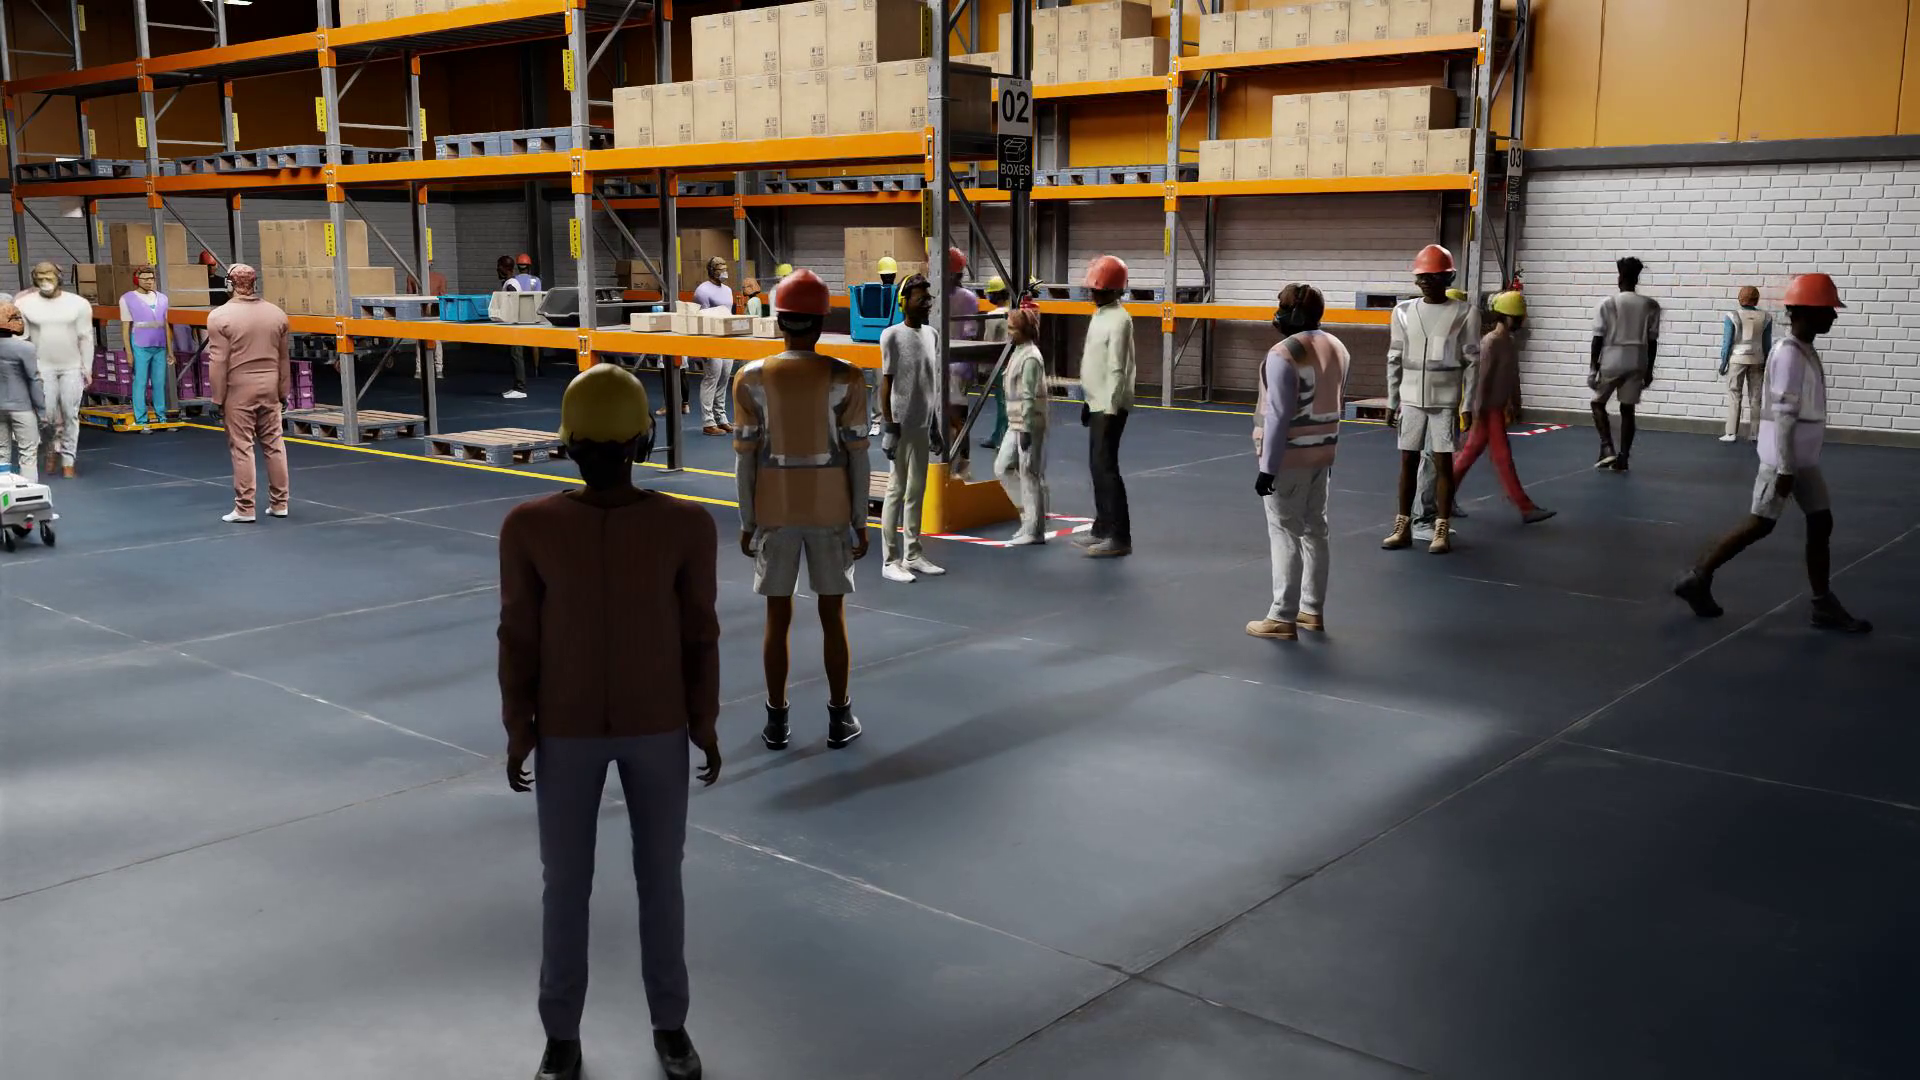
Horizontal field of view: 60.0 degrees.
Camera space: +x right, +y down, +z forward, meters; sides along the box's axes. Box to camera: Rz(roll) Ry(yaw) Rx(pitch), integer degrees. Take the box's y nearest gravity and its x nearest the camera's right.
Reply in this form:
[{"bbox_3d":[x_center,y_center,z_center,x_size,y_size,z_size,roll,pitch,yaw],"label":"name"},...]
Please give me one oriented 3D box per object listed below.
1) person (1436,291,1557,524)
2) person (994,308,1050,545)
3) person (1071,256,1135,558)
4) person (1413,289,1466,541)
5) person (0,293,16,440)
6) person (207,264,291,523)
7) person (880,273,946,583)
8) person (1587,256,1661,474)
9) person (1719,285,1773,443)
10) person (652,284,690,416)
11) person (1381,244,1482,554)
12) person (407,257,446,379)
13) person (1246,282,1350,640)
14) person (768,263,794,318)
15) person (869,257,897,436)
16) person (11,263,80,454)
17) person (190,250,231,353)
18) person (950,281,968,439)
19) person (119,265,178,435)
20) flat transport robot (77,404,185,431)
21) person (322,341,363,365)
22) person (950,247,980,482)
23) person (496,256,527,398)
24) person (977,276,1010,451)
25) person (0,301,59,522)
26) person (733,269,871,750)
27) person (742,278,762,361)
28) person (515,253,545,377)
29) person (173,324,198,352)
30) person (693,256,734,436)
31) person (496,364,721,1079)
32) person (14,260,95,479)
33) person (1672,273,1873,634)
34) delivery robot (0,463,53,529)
[{"bbox_3d":[3.971,-0.978,12.298,0.925,1.702,0.537,7,12,35],"label":"person"},{"bbox_3d":[0.429,-0.758,11.271,0.387,1.621,0.536,-1,10,-8],"label":"person"},{"bbox_3d":[0.967,-0.878,11.005,0.388,1.966,0.674,-1,10,-5],"label":"person"},{"bbox_3d":[3.362,-0.869,11.573,0.321,1.742,0.492,5,11,25],"label":"person"},{"bbox_3d":[-10.146,-1.967,17.465,0.521,1.874,0.328,-5,11,-26],"label":"person"},{"bbox_3d":[-5.271,-1.081,12.316,0.409,1.907,0.651,6,12,32],"label":"person"},{"bbox_3d":[-0.283,-0.687,10.177,0.331,1.872,0.513,8,13,37],"label":"person"},{"bbox_3d":[5.949,-1.570,14.975,0.628,1.944,0.450,0,10,1],"label":"person"},{"bbox_3d":[8.185,-1.829,17.343,0.523,1.636,0.311,0,10,-1],"label":"person"},{"bbox_3d":[-3.507,-2.346,20.143,0.322,1.690,0.533,8,13,37],"label":"person"},{"bbox_3d":[3.120,-0.926,11.047,0.609,2.043,0.397,7,12,34],"label":"person"},{"bbox_3d":[-8.258,-3.487,25.781,0.609,1.988,0.392,-1,10,-8],"label":"person"},{"bbox_3d":[1.741,-0.408,8.659,0.429,1.846,0.633,9,14,43],"label":"person"},{"bbox_3d":[-2.621,-3.129,24.284,0.752,1.811,0.602,6,11,29],"label":"person"},{"bbox_3d":[-0.770,-2.079,17.938,0.594,1.926,0.368,-1,10,-6],"label":"person"},{"bbox_3d":[-8.980,-1.782,16.393,0.697,1.876,0.416,-6,12,-32],"label":"person"},{"bbox_3d":[-10.018,-2.879,22.305,0.396,1.991,0.623,9,13,41],"label":"person"},{"bbox_3d":[-0.075,-1.926,17.729,0.318,1.697,0.535,5,11,27],"label":"person"},{"bbox_3d":[-8.876,-2.070,18.155,0.379,1.836,0.561,5,11,25],"label":"person"},{"bbox_3d":[-9.371,-1.381,18.677,1.431,0.197,0.652,8,13,38],"label":"flat transport robot"},{"bbox_3d":[-10.856,-3.877,29.176,0.510,1.591,0.769,6,12,30],"label":"person"},{"bbox_3d":[-0.110,-1.473,14.275,0.419,2.013,0.657,-10,14,-43],"label":"person"},{"bbox_3d":[-6.064,-2.886,22.564,0.370,1.916,0.597,-3,10,-17],"label":"person"},{"bbox_3d":[0.386,-1.746,16.567,0.513,1.757,0.545,7,12,35],"label":"person"},{"bbox_3d":[-6.982,-0.937,12.271,0.507,1.633,0.276,1,10,7],"label":"person"},{"bbox_3d":[-0.630,-0.112,6.714,0.549,1.937,0.358,0,10,-2],"label":"person"},{"bbox_3d":[-2.787,-2.720,22.461,0.288,1.626,0.497,0,10,2],"label":"person"},{"bbox_3d":[-6.792,-3.509,26.050,0.544,1.939,0.353,-1,10,-3],"label":"person"},{"bbox_3d":[-11.366,-3.192,24.468,0.663,1.854,0.986,-8,13,-38],"label":"person"},{"bbox_3d":[-2.629,-2.099,18.019,0.361,1.938,0.635,4,11,22],"label":"person"},{"bbox_3d":[-0.824,0.461,3.963,0.523,1.760,0.327,-2,10,-14],"label":"person"},{"bbox_3d":[-7.899,-1.478,14.559,0.625,1.918,0.461,-6,11,-30],"label":"person"},{"bbox_3d":[4.373,-0.472,8.880,0.957,1.906,0.551,7,12,36],"label":"person"},{"bbox_3d":[-6.531,-0.284,11.356,0.707,0.478,0.477,7,12,34],"label":"delivery robot"}]
